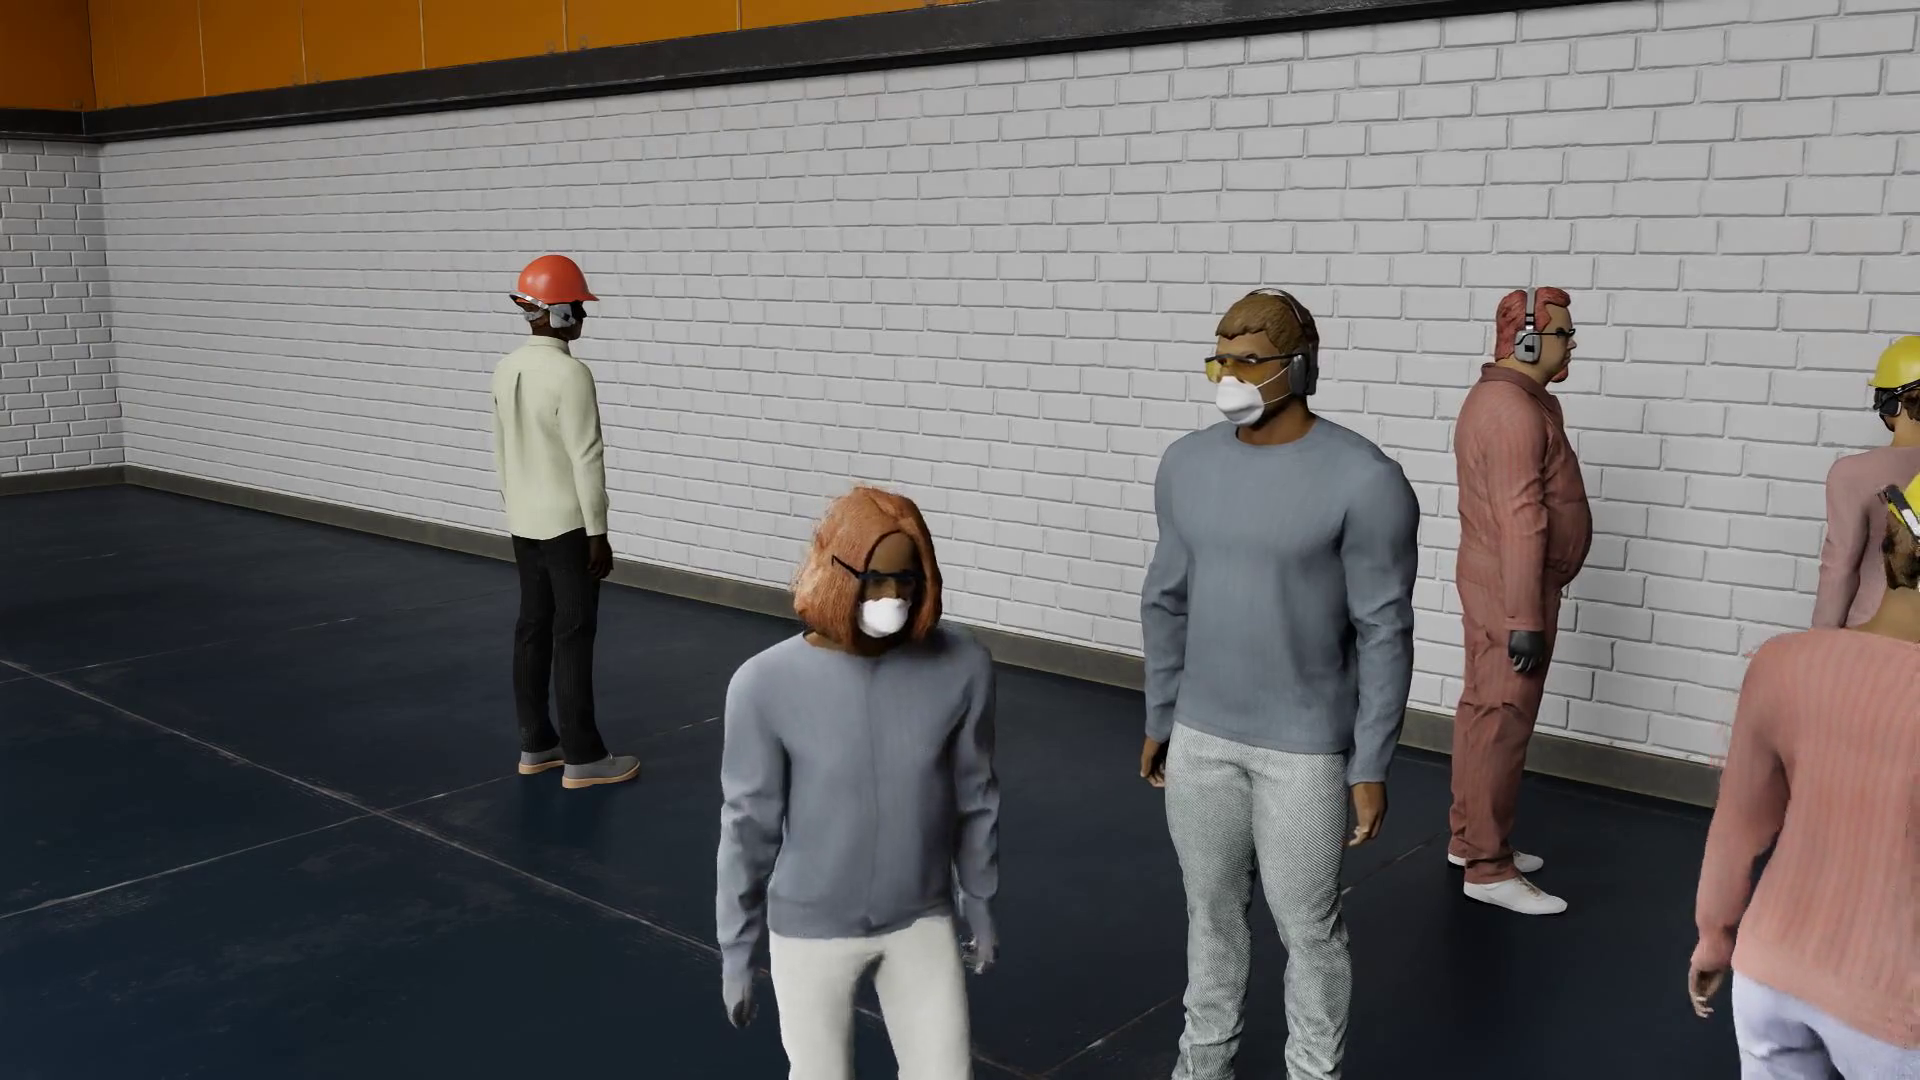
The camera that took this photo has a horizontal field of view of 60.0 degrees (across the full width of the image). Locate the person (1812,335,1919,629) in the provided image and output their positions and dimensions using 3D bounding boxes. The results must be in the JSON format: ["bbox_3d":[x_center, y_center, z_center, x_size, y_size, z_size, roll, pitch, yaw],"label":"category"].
[{"bbox_3d":[2.787,0.278,4.982,0.525,1.769,0.310,-2,10,-9],"label":"person"}]

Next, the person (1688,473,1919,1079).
[{"bbox_3d":[1.344,0.719,2.577,0.570,1.724,0.599,-5,11,-25],"label":"person"}]

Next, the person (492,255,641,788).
[{"bbox_3d":[-1.512,-0.066,6.285,0.610,1.996,0.379,9,14,42],"label":"person"}]

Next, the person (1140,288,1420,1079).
[{"bbox_3d":[0.653,0.433,3.602,0.638,1.938,0.357,9,13,42],"label":"person"}]

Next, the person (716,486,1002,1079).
[{"bbox_3d":[-0.168,0.706,2.944,0.533,1.616,0.380,-3,10,-17],"label":"person"}]

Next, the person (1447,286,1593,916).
[{"bbox_3d":[1.727,0.178,5.147,0.409,1.907,0.651,2,10,9],"label":"person"}]
